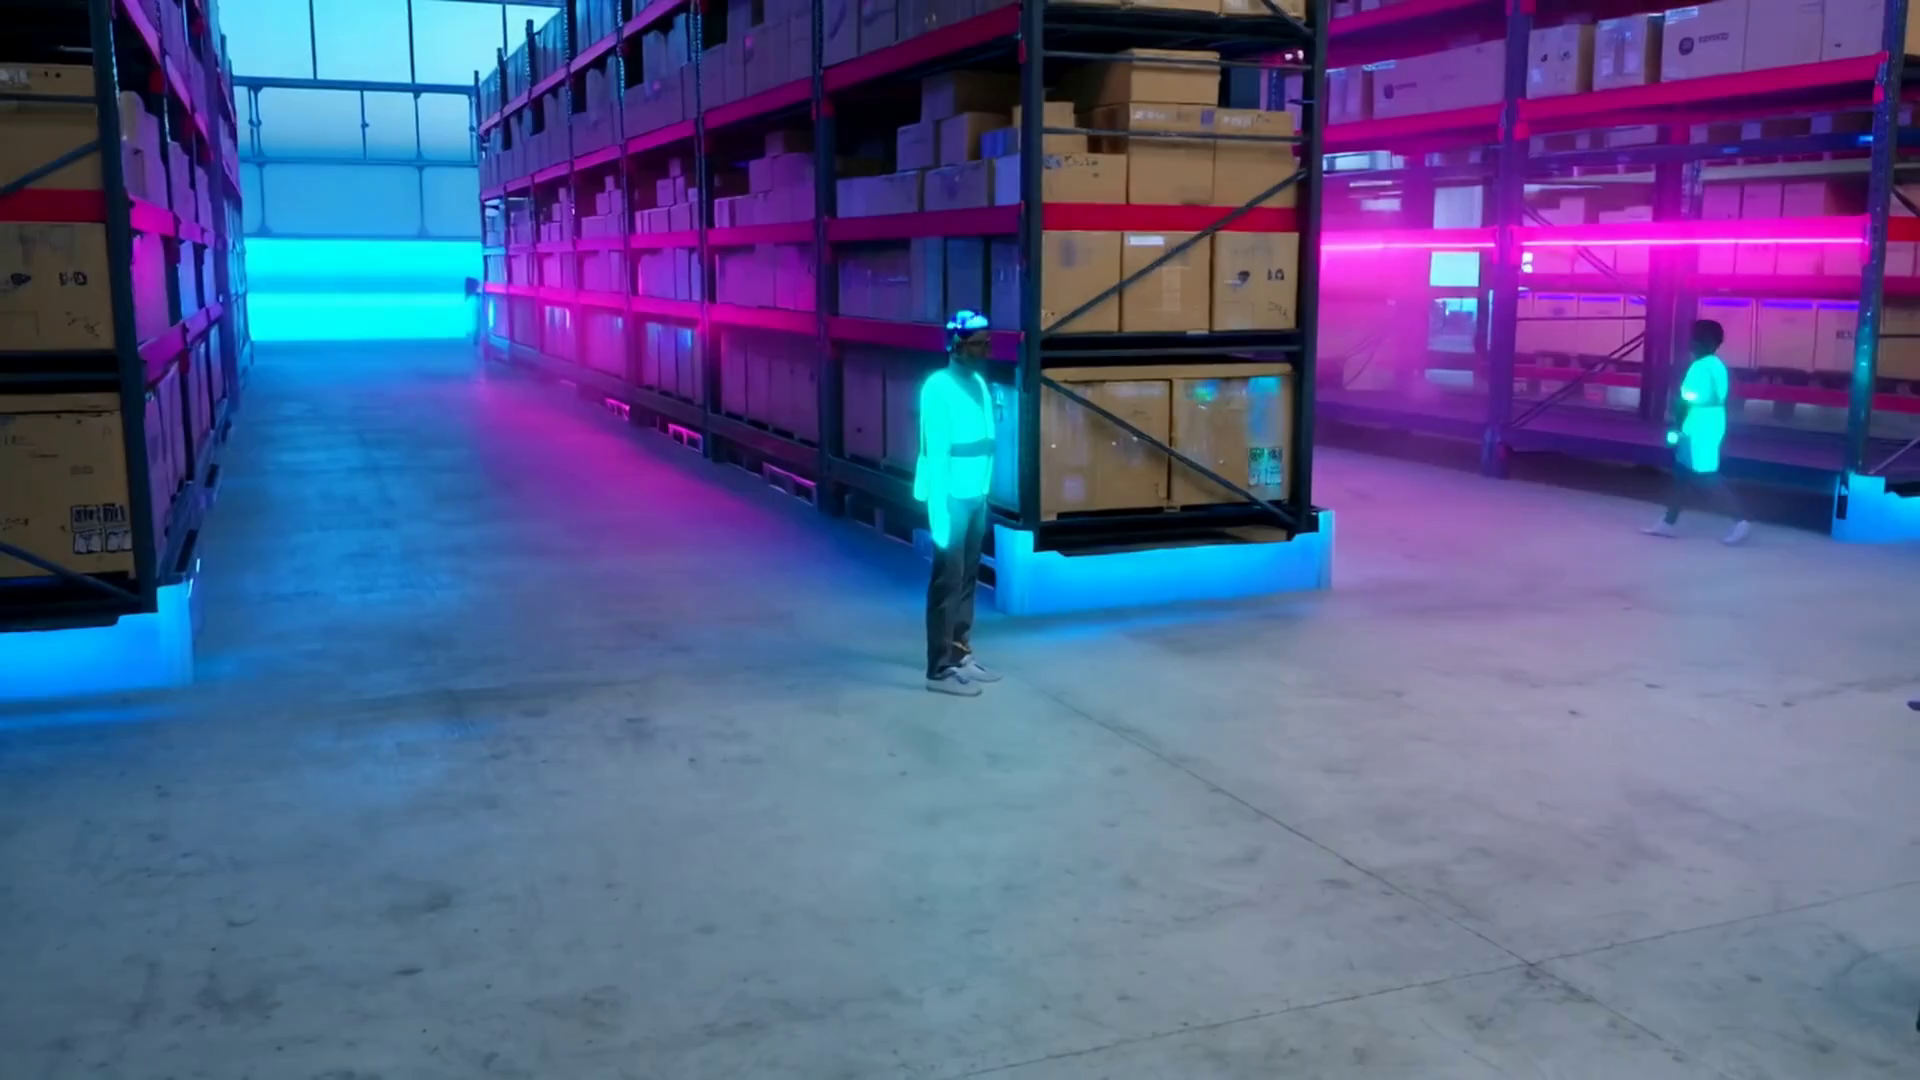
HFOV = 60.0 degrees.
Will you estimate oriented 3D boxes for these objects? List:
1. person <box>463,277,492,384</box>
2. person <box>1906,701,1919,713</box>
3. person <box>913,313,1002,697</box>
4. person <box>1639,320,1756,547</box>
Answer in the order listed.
[{"bbox_3d":[-8.230,-3.555,28.321,0.431,1.824,0.645,-2,10,-14],"label":"person"},{"bbox_3d":[4.639,-0.131,7.599,0.647,1.900,0.401,-9,13,-44],"label":"person"},{"bbox_3d":[-0.018,-0.174,8.039,0.391,1.836,0.560,4,10,23],"label":"person"},{"bbox_3d":[5.498,-0.788,12.235,0.840,1.661,0.532,8,12,39],"label":"person"}]
